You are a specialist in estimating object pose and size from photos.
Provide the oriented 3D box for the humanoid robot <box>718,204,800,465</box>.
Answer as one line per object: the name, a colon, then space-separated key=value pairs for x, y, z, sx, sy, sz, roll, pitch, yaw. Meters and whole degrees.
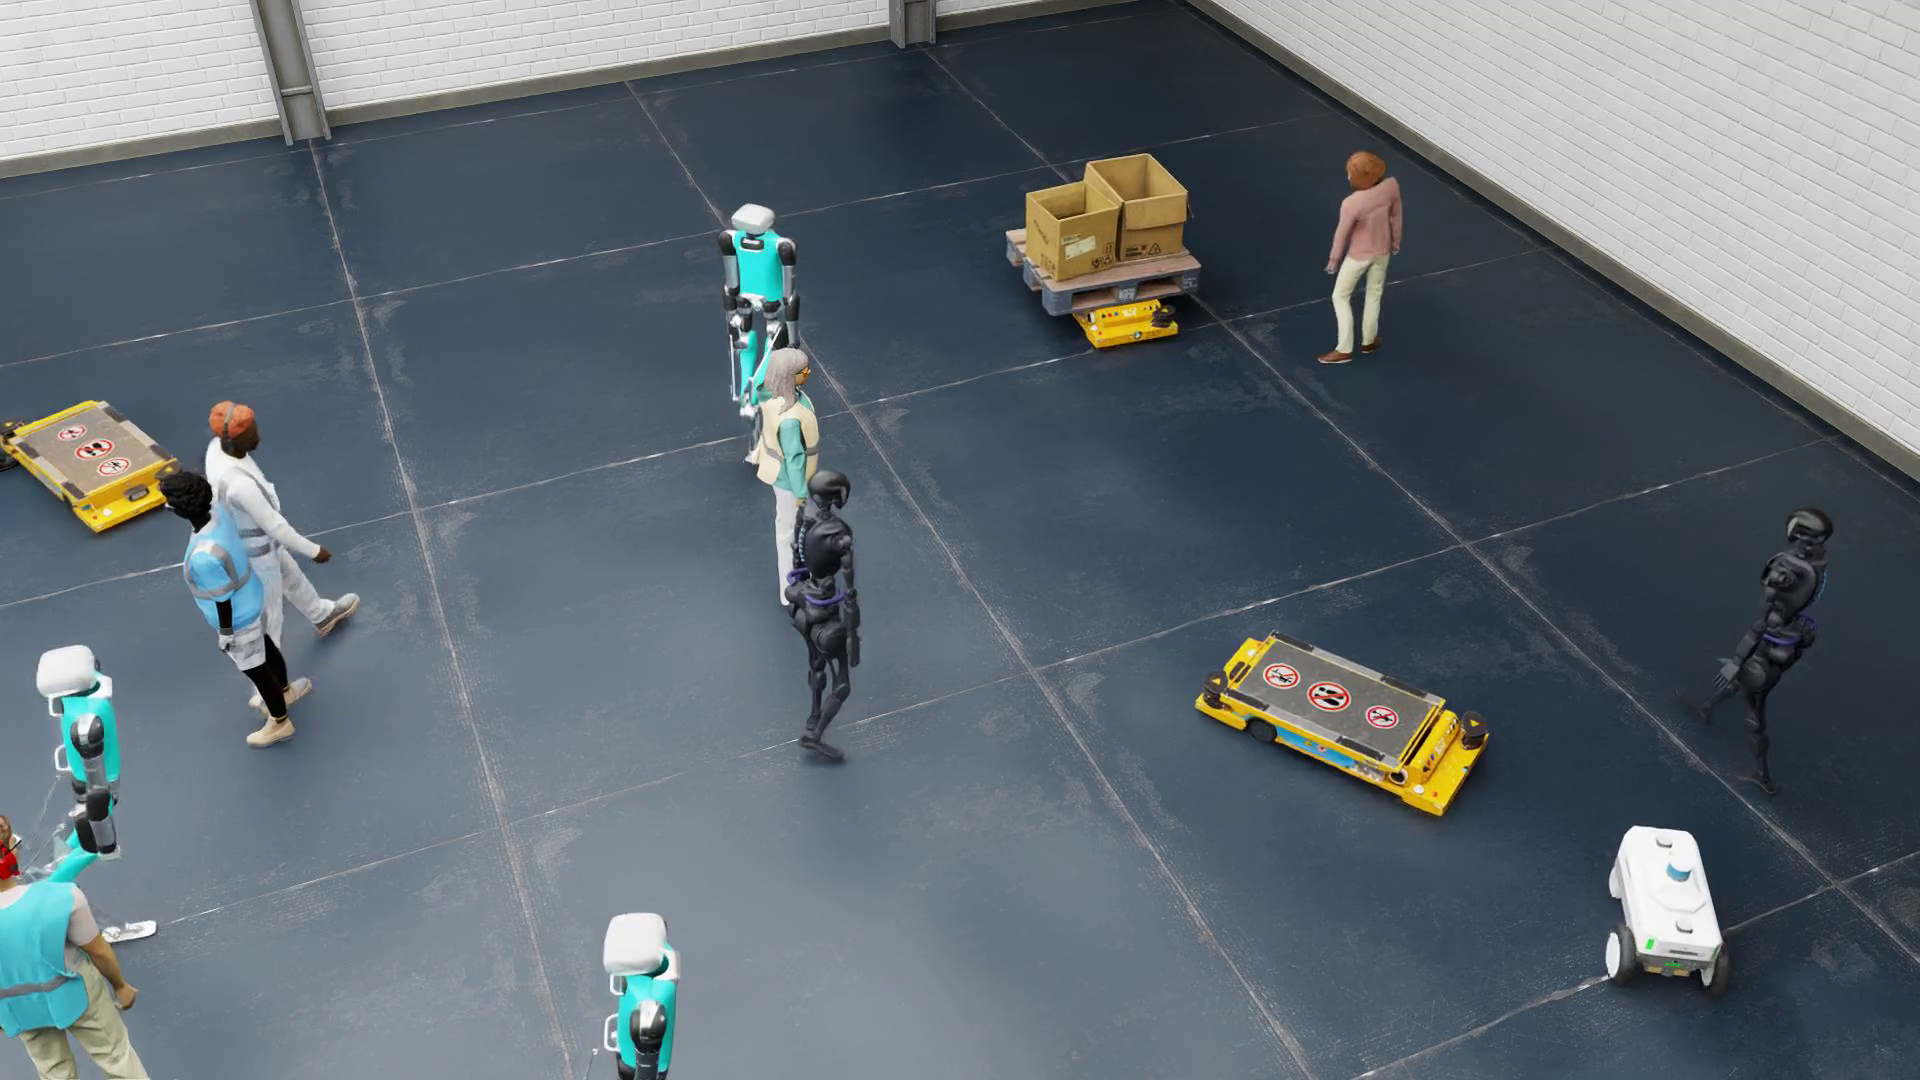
humanoid robot: x=-1.338 y=-1.243 z=10.685 sx=0.548 sy=1.733 sz=1.011 roll=13 pitch=40 yaw=17

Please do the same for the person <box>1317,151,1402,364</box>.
person: x=2.892 y=-2.035 z=11.825 sx=0.622 sy=1.610 sz=0.300 roll=-17 pitch=41 yaw=-20

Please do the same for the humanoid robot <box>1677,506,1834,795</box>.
humanoid robot: x=4.082 y=0.514 z=8.483 sx=0.596 sy=1.631 sz=0.729 roll=-26 pitch=45 yaw=-30

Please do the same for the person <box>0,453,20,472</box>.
person: x=-6.540 y=-1.273 z=10.562 sx=0.542 sy=1.938 sz=0.353 roll=21 pitch=42 yaw=25

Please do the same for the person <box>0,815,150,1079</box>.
person: x=-3.604 y=1.831 z=6.603 sx=0.562 sy=1.837 sz=0.393 roll=-9 pitch=38 yaw=-11

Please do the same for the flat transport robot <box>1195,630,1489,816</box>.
flat transport robot: x=2.069 y=0.955 z=9.030 sx=1.431 sy=0.231 sz=0.659 roll=23 pitch=43 yaw=27

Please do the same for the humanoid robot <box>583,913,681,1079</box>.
humanoid robot: x=-1.363 y=2.093 z=6.343 sx=1.015 sy=1.724 sz=0.538 roll=-5 pitch=38 yaw=-6

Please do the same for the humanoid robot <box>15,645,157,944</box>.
humanoid robot: x=-4.025 y=1.285 z=7.464 sx=0.824 sy=1.841 sz=0.541 roll=-14 pitch=40 yaw=-18

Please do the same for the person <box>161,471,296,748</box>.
person: x=-3.778 y=0.351 z=8.640 sx=0.321 sy=1.698 sz=0.536 roll=-8 pitch=38 yaw=-10

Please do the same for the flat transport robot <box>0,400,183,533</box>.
flat transport robot: x=-5.724 y=-0.536 z=10.971 sx=1.431 sy=0.231 sz=0.659 roll=29 pitch=46 yaw=32

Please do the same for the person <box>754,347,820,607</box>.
person: x=-0.983 y=-0.358 z=9.563 sx=0.372 sy=1.700 sz=0.456 roll=-8 pitch=38 yaw=-10

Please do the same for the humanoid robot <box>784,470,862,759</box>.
humanoid robot: x=-0.751 y=0.376 z=8.635 sx=0.481 sy=1.644 sz=0.609 roll=-23 pitch=43 yaw=-27

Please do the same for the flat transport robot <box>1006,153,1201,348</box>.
flat transport robot: x=1.093 y=-1.944 z=12.804 sx=0.659 sy=0.231 sz=1.431 roll=-12 pitch=39 yaw=-15

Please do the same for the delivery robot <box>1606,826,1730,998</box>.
delivery robot: x=3.305 y=1.735 z=7.790 sx=0.499 sy=0.606 sz=0.794 roll=5 pitch=38 yaw=7

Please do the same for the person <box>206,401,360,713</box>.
person: x=-3.703 y=-0.004 z=8.990 sx=0.808 sy=1.852 sz=0.686 roll=-24 pitch=43 yaw=-28
